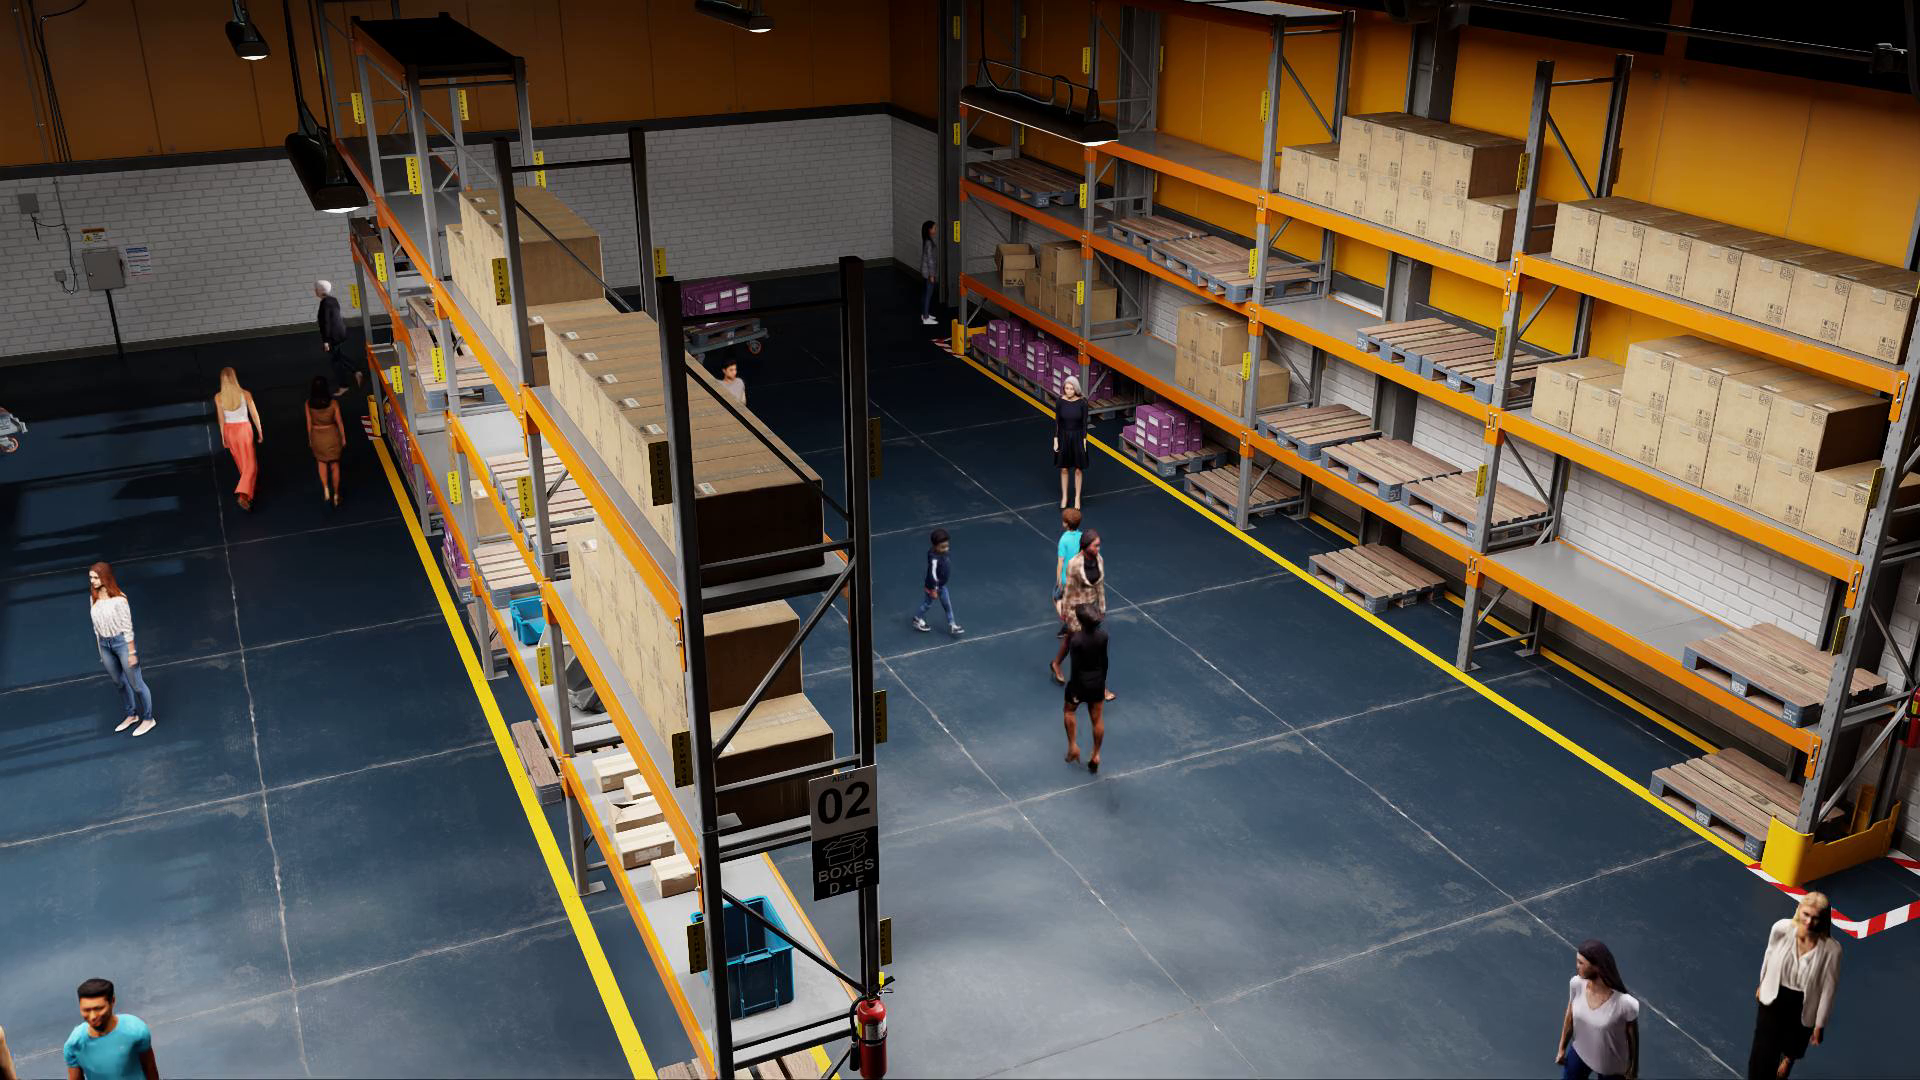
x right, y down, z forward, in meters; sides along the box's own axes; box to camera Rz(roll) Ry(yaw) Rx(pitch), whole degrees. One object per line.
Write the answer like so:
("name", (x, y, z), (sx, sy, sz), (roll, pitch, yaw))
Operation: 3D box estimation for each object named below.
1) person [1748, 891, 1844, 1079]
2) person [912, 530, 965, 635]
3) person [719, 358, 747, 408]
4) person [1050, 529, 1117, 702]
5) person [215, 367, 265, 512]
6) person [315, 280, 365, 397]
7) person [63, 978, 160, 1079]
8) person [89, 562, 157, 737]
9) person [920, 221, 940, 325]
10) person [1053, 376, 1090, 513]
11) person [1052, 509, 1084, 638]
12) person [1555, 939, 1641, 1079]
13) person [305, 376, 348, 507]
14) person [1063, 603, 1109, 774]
("person", (5.397, 3.006, 10.763), (1.178, 1.813, 1.049), (17, 29, 33))
("person", (-0.292, 0.432, 17.422), (0.932, 1.195, 0.790), (12, 27, 26))
("person", (-2.980, -1.539, 21.300), (0.719, 1.700, 0.836), (-16, 28, -32))
("person", (1.109, 0.694, 16.160), (0.771, 1.725, 1.200), (-17, 29, -34))
("person", (-8.881, -1.214, 20.466), (0.879, 1.772, 1.244), (-2, 24, -5))
("person", (-9.011, -2.963, 24.289), (0.869, 1.770, 0.893), (2, 24, 4))
("person", (-5.071, 3.355, 10.058), (0.791, 1.737, 1.232), (-6, 24, -13))
("person", (-7.811, 0.993, 15.470), (0.646, 1.729, 0.695), (7, 24, 15))
("person", (-0.529, -4.540, 28.124), (0.736, 1.732, 0.564), (-3, 24, -8))
("person", (1.366, -1.179, 20.423), (0.710, 1.743, 0.745), (5, 24, 10))
("person", (1.196, 0.372, 17.250), (0.566, 1.441, 0.589), (-16, 28, -32))
("person", (4.033, 3.272, 10.355), (0.640, 1.652, 0.897), (14, 27, 30))
("person", (-7.833, -1.188, 20.523), (0.658, 1.679, 0.681), (-4, 24, -9))
("person", (1.176, 1.352, 14.775), (0.584, 1.628, 0.588), (-9, 25, -19))
